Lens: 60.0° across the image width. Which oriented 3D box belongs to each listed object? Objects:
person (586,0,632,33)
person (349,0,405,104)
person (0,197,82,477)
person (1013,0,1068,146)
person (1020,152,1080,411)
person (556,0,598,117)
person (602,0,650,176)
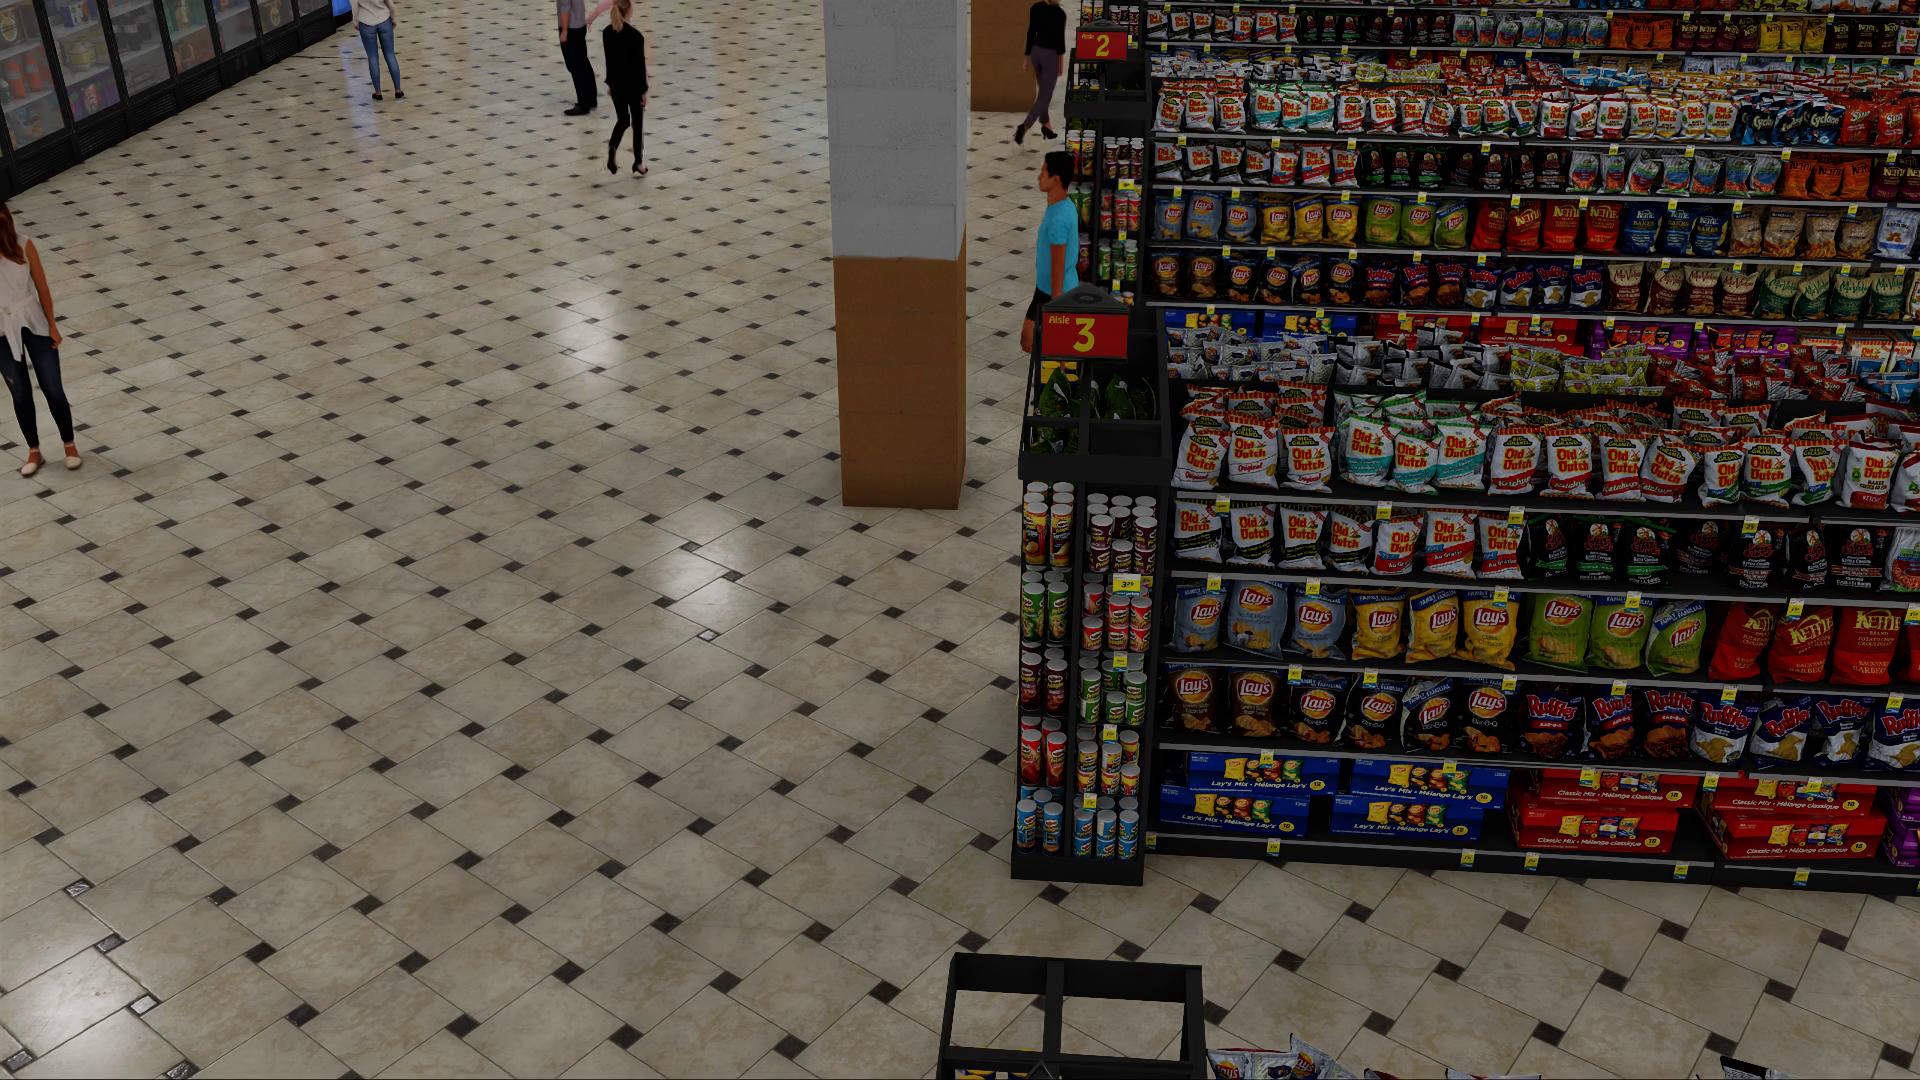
[{"bbox_3d":[-4.391,-7.124,20.793,1.002,1.782,0.720,6,29,11],"label":"person"},{"bbox_3d":[-6.415,-5.679,18.240,0.646,1.692,0.765,-12,31,-21],"label":"person"},{"bbox_3d":[-5.683,-1.267,10.063,0.584,1.785,0.712,-8,30,-15],"label":"person"},{"bbox_3d":[0.800,-4.673,16.463,1.045,1.630,1.055,22,35,34],"label":"person"},{"bbox_3d":[0.699,-1.601,10.699,0.604,1.762,0.623,3,29,5],"label":"person"},{"bbox_3d":[-4.120,-5.478,17.715,0.541,1.842,0.678,5,29,9],"label":"person"},{"bbox_3d":[-3.142,-4.163,15.467,0.894,1.690,0.836,11,31,20],"label":"person"}]
